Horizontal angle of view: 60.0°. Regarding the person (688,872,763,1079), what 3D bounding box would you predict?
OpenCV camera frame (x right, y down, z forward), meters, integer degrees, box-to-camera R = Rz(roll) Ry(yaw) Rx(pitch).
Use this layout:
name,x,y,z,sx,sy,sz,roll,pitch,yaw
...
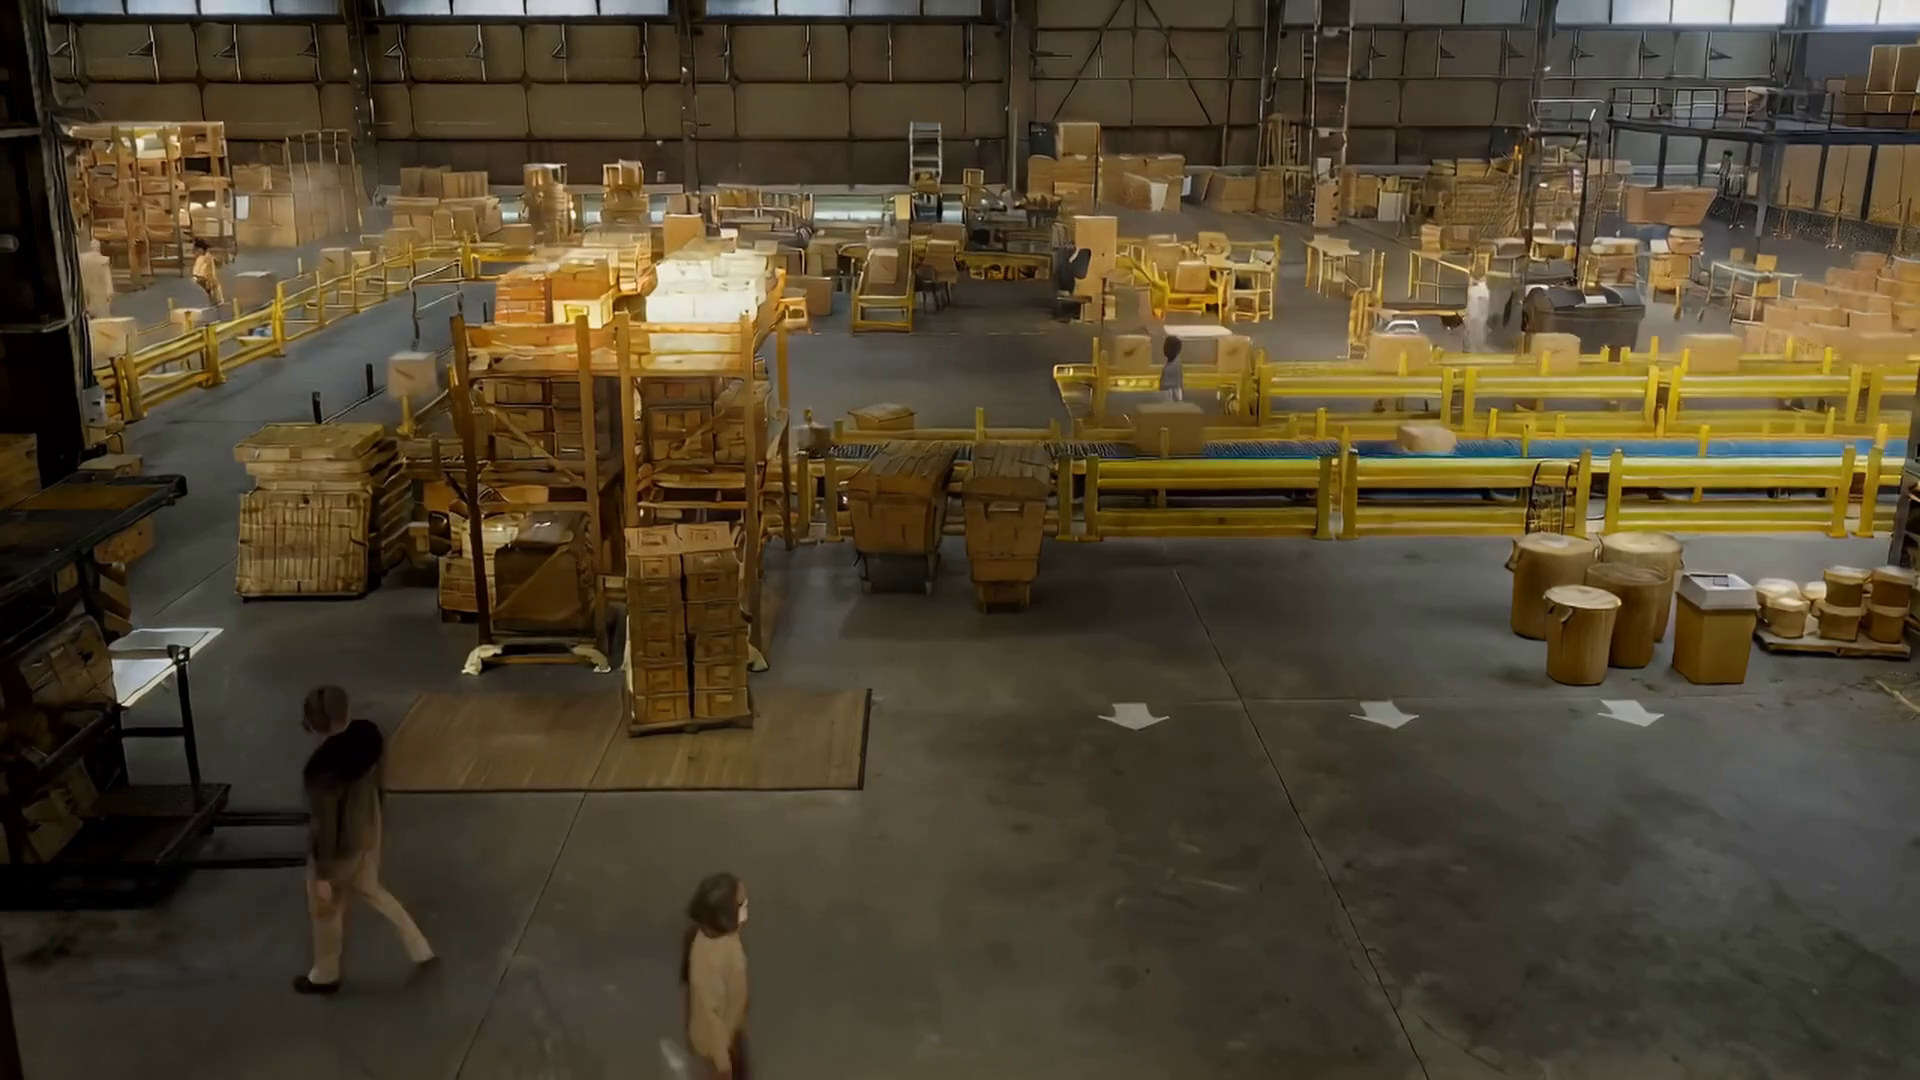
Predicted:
name,x,y,z,sx,sy,sz,roll,pitch,yaw
person,-1.155,2.243,7.552,0.750,1.605,0.498,2,16,8

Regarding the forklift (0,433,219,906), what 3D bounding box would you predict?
name,x,y,z,sx,sy,sz,roll,pitch,yaw
forklift,-5.952,0.780,10.366,1.873,2.768,1.129,0,16,-1

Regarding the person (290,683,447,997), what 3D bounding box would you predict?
name,x,y,z,sx,sy,sz,roll,pitch,yaw
person,-3.330,1.657,9.077,0.833,1.903,0.651,4,17,13

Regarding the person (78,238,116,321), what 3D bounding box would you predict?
name,x,y,z,sx,sy,sz,roll,pitch,yaw
person,-16.134,-4.692,31.155,0.671,1.886,0.434,4,17,13

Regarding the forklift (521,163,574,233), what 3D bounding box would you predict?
name,x,y,z,sx,sy,sz,roll,pitch,yaw
forklift,-12.233,-10.122,49.298,1.157,1.987,2.680,0,16,-1

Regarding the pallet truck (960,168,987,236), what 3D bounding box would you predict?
name,x,y,z,sx,sy,sz,roll,pitch,yaw
pallet truck,0.383,-10.230,50.206,0.823,1.965,1.885,-1,16,-3

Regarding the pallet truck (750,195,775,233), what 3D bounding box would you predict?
name,x,y,z,sx,sy,sz,roll,pitch,yaw
pallet truck,-6.051,-9.967,50.660,0.680,1.201,1.601,0,16,-1

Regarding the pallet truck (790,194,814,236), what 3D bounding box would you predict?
name,x,y,z,sx,sy,sz,roll,pitch,yaw
pallet truck,-4.814,-9.883,50.259,0.704,1.261,1.522,-1,16,-3

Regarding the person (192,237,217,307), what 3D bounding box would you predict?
name,x,y,z,sx,sy,sz,roll,pitch,yaw
person,-14.480,-4.888,31.930,0.404,1.835,0.586,-9,18,-28

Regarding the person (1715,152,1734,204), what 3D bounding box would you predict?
name,x,y,z,sx,sy,sz,roll,pitch,yaw
person,28.121,-13.330,61.185,0.584,1.882,0.346,-1,16,-4

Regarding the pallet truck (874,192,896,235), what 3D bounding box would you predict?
name,x,y,z,sx,sy,sz,roll,pitch,yaw
pallet truck,-2.277,-9.986,50.594,0.653,1.274,1.630,0,16,-1

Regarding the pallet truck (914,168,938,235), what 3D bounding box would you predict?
name,x,y,z,sx,sy,sz,roll,pitch,yaw
pallet truck,-0.989,-10.316,50.507,0.823,1.965,1.885,1,16,3

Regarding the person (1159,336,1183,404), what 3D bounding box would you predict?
name,x,y,z,sx,sy,sz,roll,pitch,yaw
person,2.712,-1.787,21.421,0.388,1.684,0.538,1,16,4

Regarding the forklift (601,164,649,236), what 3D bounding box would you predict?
name,x,y,z,sx,sy,sz,roll,pitch,yaw
forklift,-9.948,-10.127,49.296,1.157,1.987,2.680,-1,16,-3

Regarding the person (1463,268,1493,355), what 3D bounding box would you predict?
name,x,y,z,sx,sy,sz,roll,pitch,yaw
person,8.771,-3.732,28.113,0.484,1.731,0.542,-7,18,-24
